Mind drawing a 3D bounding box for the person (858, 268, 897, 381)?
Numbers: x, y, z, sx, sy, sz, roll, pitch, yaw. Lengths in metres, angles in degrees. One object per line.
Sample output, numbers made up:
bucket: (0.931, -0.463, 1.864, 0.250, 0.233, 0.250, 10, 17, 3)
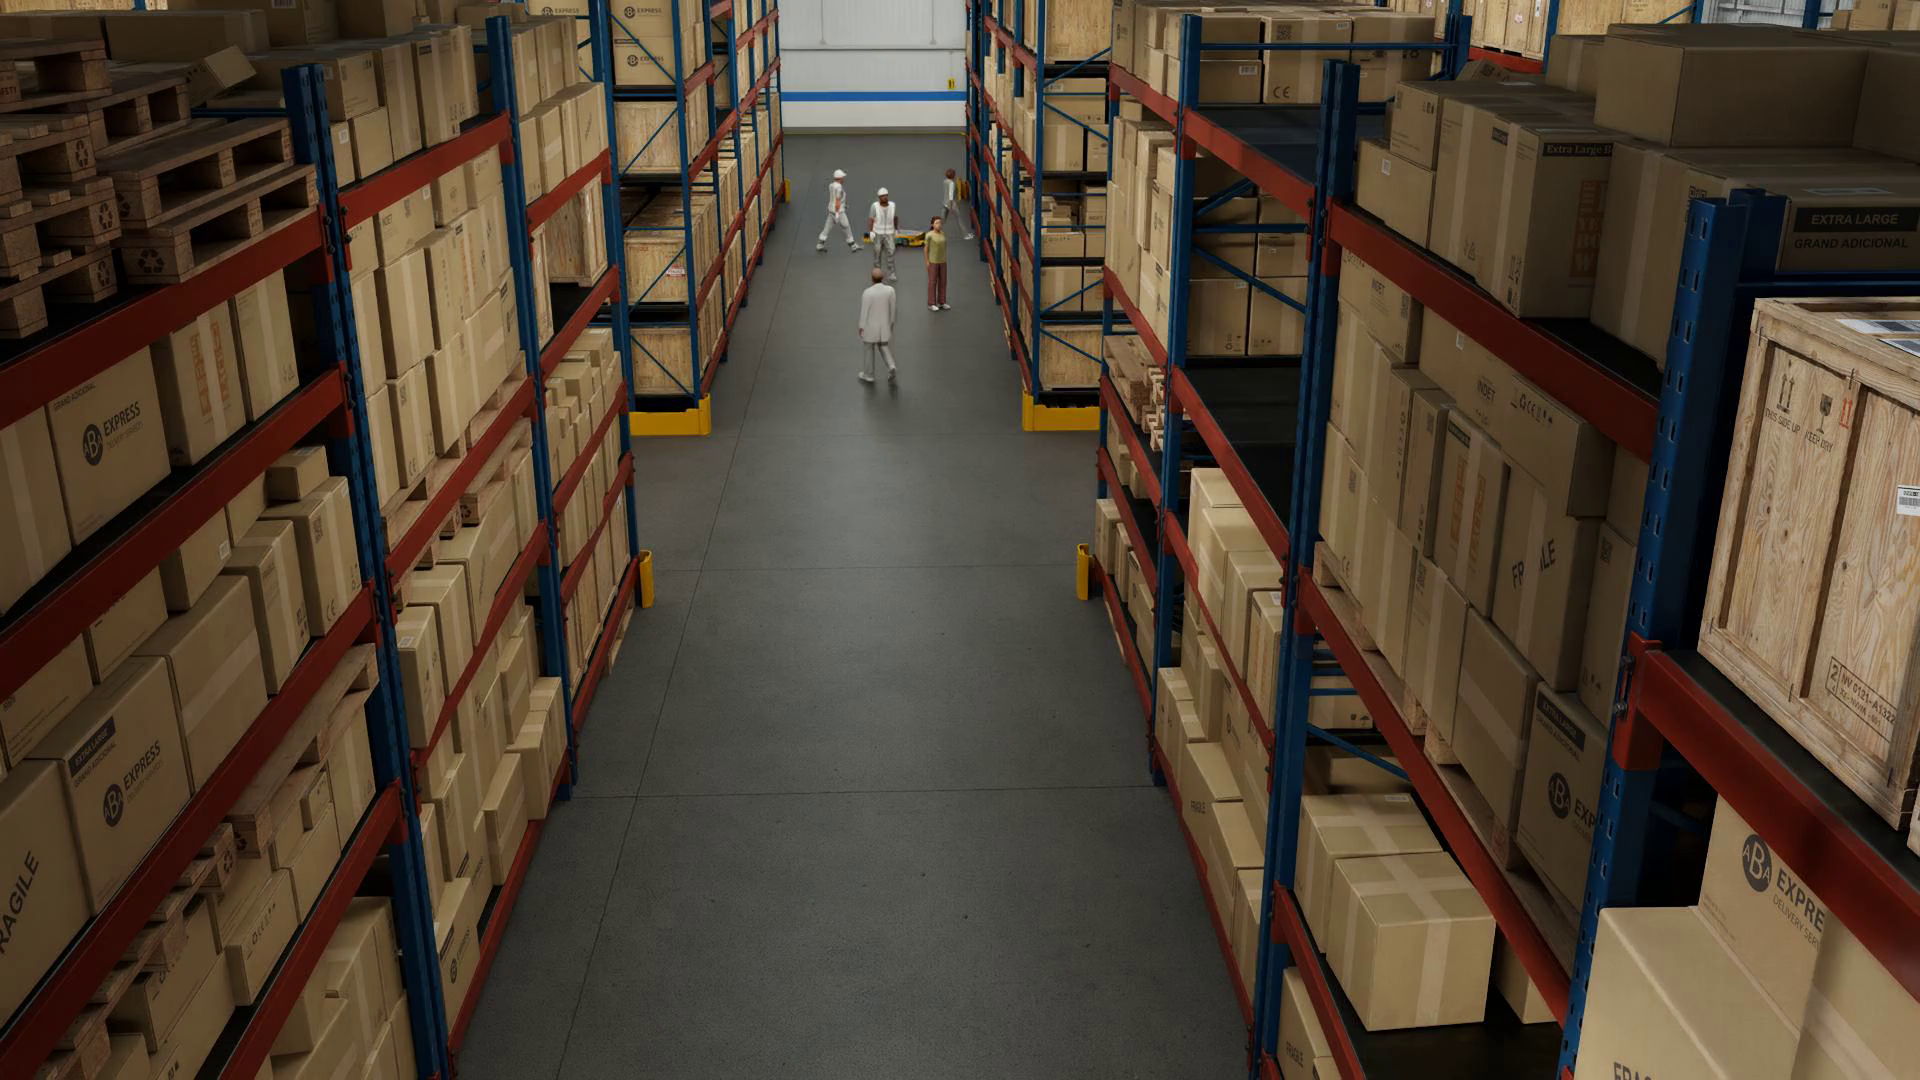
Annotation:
person: (-1.268, -3.255, 25.190, 0.609, 1.761, 0.812, -10, 23, -25)

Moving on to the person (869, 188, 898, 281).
person: (-1.470, -5.957, 32.392, 0.625, 1.770, 0.779, -5, 21, -13)

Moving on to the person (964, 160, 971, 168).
person: (0.604, -11.422, 47.162, 0.984, 1.732, 0.537, 9, 22, 24)

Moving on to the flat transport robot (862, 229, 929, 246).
flat transport robot: (-1.367, -6.626, 36.489, 1.431, 0.261, 0.659, 8, 22, 21)

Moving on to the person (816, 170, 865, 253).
person: (-2.528, -6.911, 35.002, 1.023, 1.749, 0.691, -9, 22, -24)

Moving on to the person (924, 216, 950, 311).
person: (-0.403, -5.007, 30.047, 0.430, 1.670, 0.397, -14, 25, -34)

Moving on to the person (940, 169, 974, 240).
person: (-0.172, -7.344, 36.454, 0.908, 1.558, 0.457, -15, 25, -34)
